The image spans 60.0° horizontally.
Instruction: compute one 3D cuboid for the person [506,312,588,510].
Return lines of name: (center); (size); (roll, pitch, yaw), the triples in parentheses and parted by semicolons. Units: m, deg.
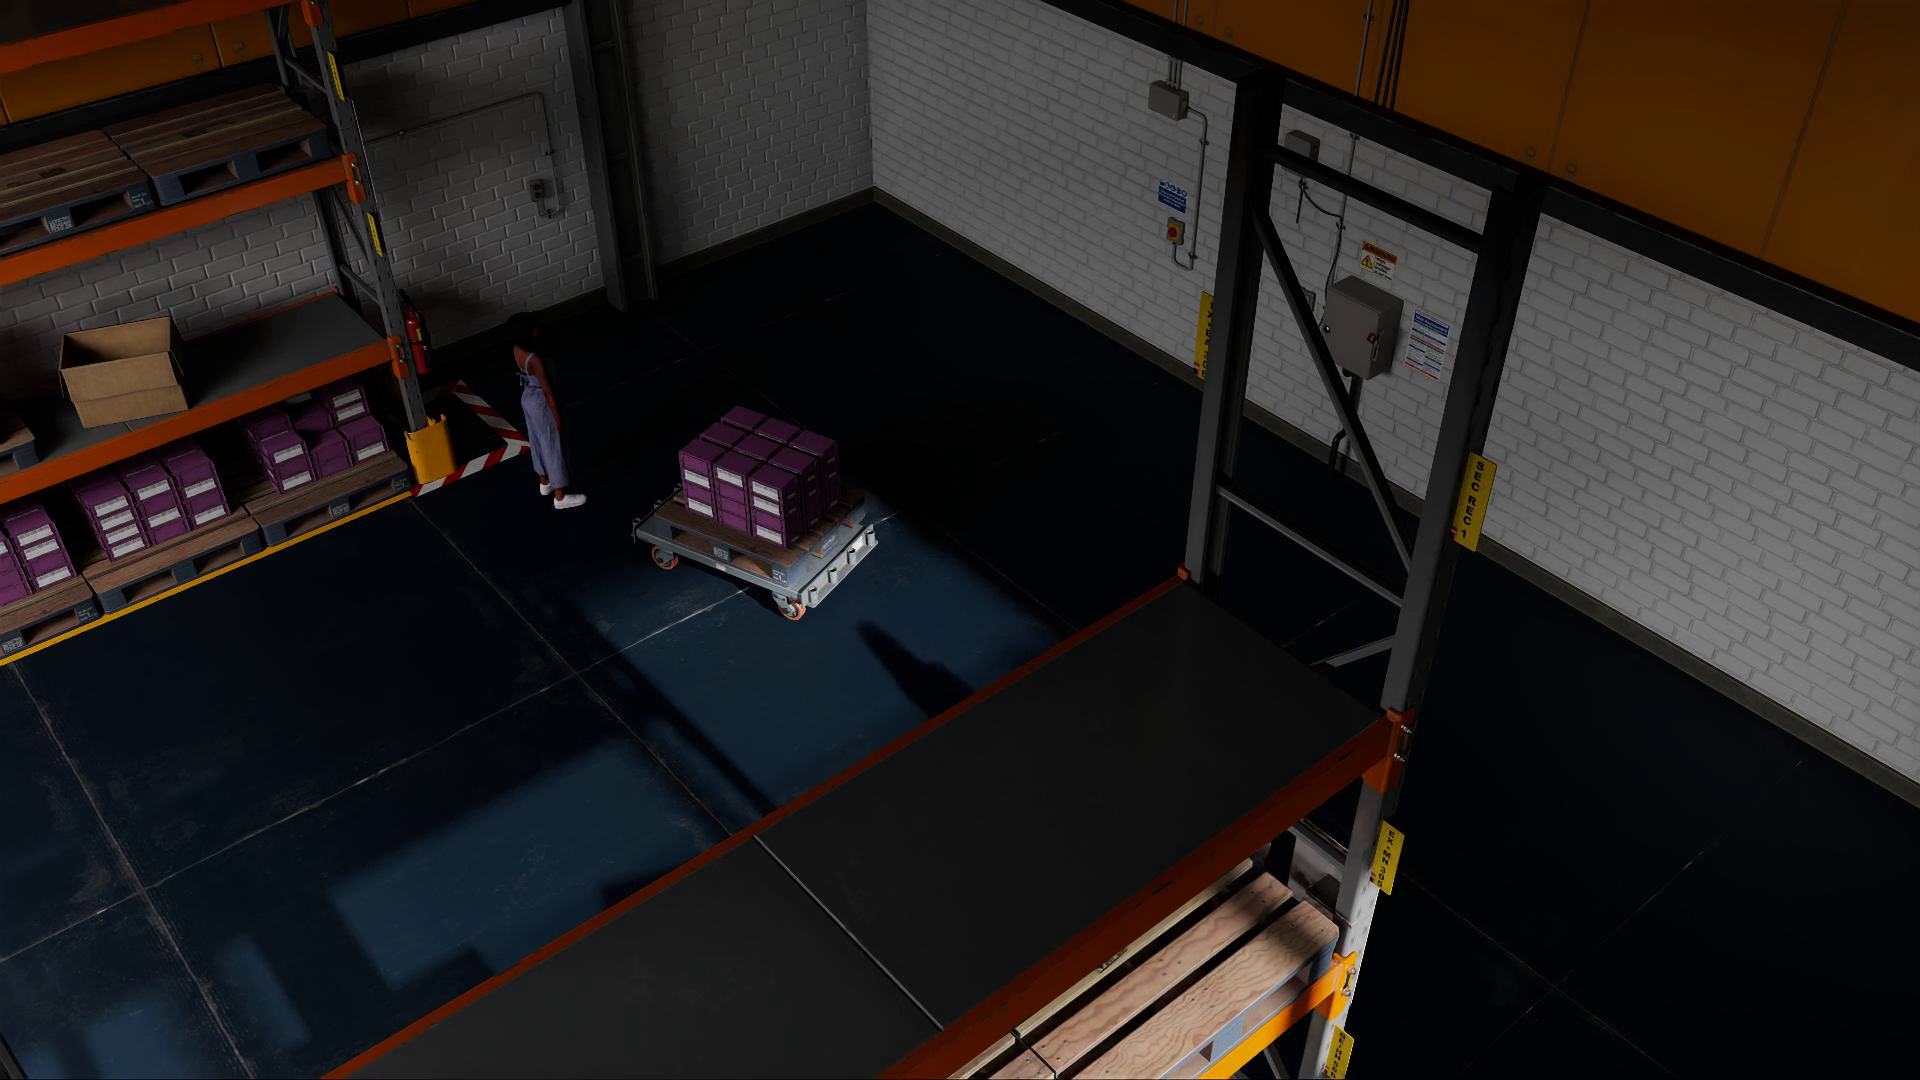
person: (-3.199, -1.009, 12.731); (0.537, 1.696, 0.575); (-25, 45, -28)
